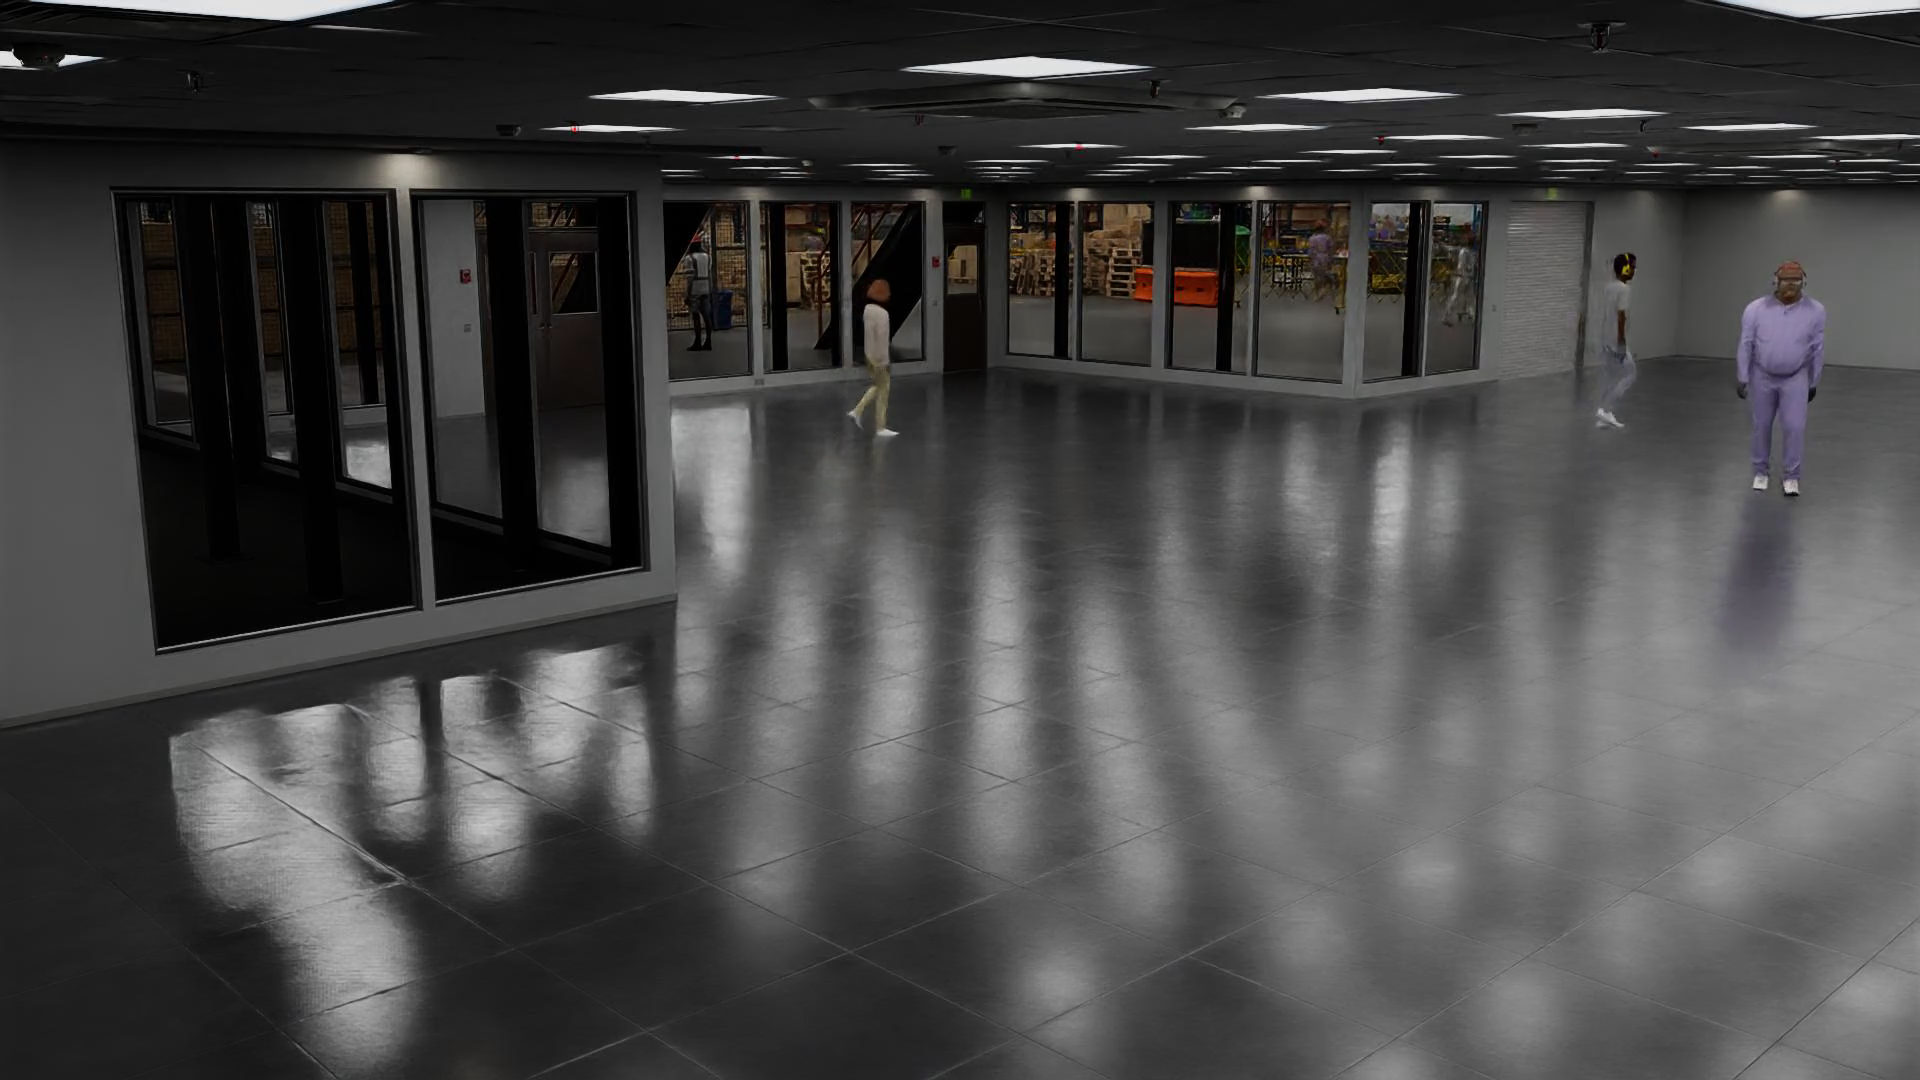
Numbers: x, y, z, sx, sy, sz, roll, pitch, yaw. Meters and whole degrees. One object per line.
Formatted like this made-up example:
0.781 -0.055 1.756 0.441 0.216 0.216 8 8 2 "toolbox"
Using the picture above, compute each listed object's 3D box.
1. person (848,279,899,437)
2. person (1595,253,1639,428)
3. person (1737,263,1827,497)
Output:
-0.866 -1.847 16.942 0.420 1.617 0.515 -6 13 -26 "person"
6.956 -2.087 17.554 0.397 1.855 0.561 -1 11 -3 "person"
6.646 -1.294 13.503 0.640 1.877 0.897 5 12 25 "person"
